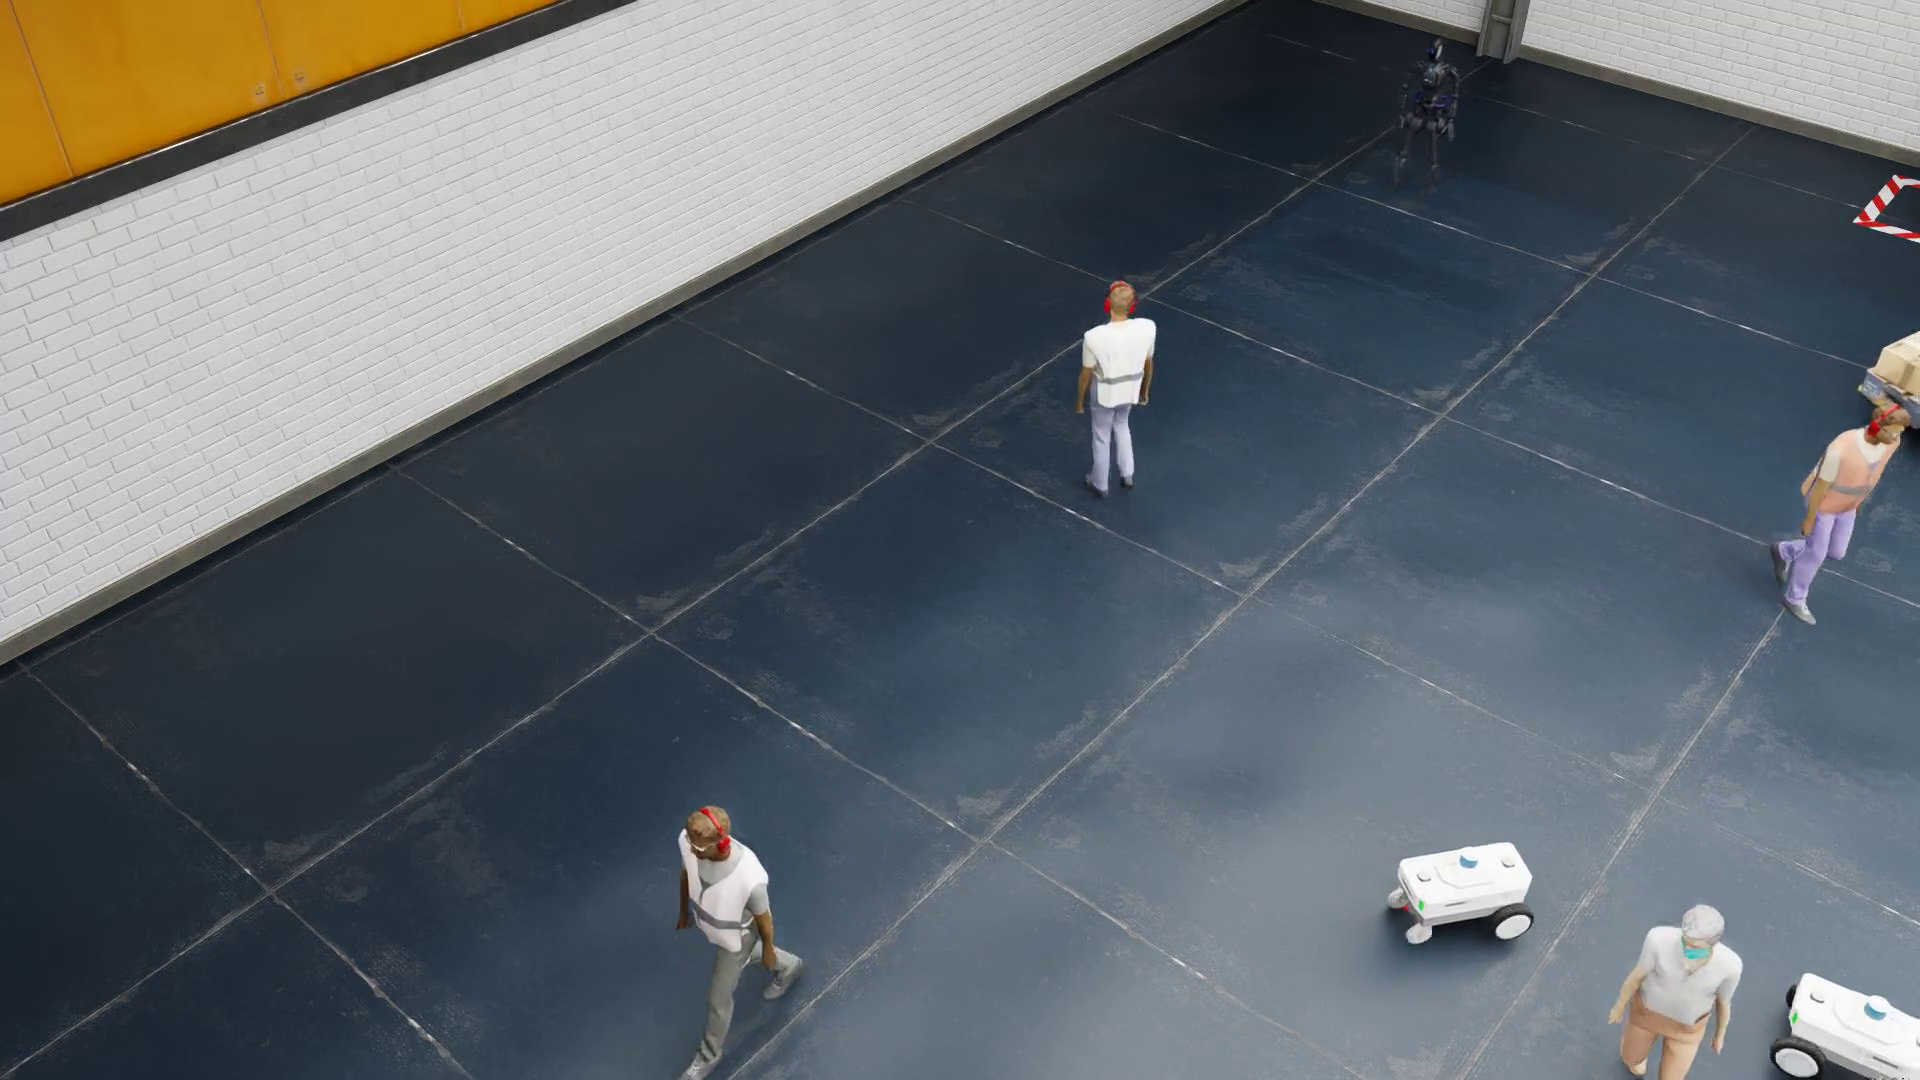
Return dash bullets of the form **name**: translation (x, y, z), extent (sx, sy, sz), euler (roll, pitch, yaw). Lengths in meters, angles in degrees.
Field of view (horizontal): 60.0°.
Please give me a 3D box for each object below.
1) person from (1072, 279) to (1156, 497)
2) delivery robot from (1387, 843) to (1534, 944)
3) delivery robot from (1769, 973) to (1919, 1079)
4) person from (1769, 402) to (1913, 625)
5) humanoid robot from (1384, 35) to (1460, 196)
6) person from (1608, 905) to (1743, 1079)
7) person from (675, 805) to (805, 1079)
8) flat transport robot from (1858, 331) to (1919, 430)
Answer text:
- **person**: translation (1.137, -1.094, 12.398), extent (0.583, 1.828, 0.464), euler (-10, 40, -12)
- **delivery robot**: translation (2.906, 1.999, 9.579), extent (0.779, 0.597, 0.499), euler (-7, 39, -9)
- **delivery robot**: translation (4.758, 2.629, 8.790), extent (0.777, 0.587, 0.499), euler (22, 44, 25)
- **person**: translation (5.958, -0.253, 11.376), extent (0.569, 1.813, 0.565), euler (-14, 41, -17)
- **humanoid robot**: translation (4.608, -4.189, 16.366), extent (0.613, 1.641, 0.382), euler (21, 43, 24)
- **person**: translation (3.531, 2.326, 8.245), extent (0.523, 1.708, 0.701), euler (19, 43, 22)
- **person**: translation (-1.186, 1.982, 8.604), extent (0.581, 1.802, 0.947), euler (31, 48, 33)
- **flat transport robot**: translation (8.101, -0.972, 13.493), extent (0.659, 0.231, 1.431), euler (-14, 41, -17)
